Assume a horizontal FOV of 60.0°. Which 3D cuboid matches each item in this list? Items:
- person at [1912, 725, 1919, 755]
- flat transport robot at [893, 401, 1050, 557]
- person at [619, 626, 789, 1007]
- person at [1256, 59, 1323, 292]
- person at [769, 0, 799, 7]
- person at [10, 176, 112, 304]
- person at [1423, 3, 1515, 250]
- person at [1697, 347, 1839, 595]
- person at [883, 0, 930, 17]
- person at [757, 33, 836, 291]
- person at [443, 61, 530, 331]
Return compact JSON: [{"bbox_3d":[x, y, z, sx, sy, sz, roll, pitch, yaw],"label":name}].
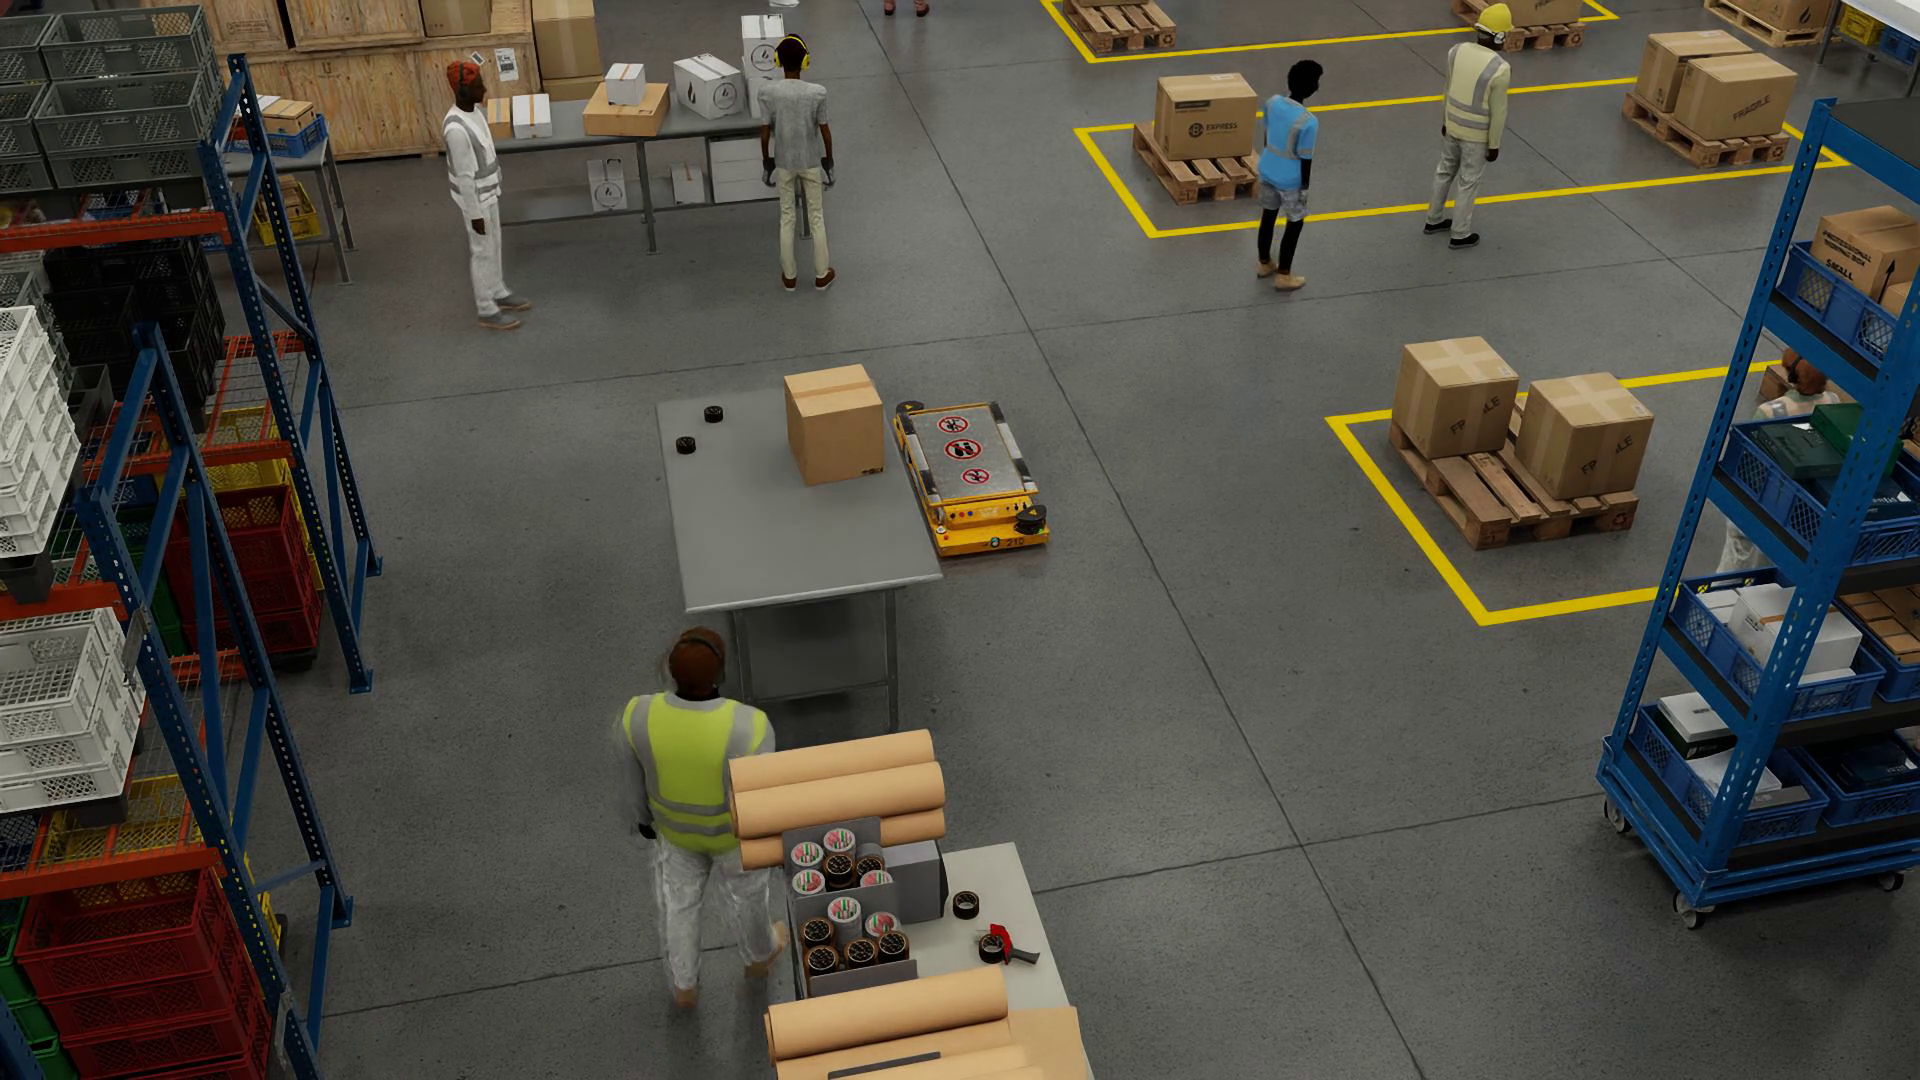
[{"bbox_3d":[4.607,0.284,7.733,0.624,1.980,0.410,15,39,20],"label":"person"},{"bbox_3d":[0.046,-0.430,10.108,0.652,0.197,1.431,-8,37,-10],"label":"flat transport robot"},{"bbox_3d":[-1.017,1.159,6.715,0.657,1.836,0.604,5,37,7],"label":"person"},{"bbox_3d":[2.323,-2.591,11.835,0.354,1.684,0.543,-19,41,-24],"label":"person"},{"bbox_3d":[-1.888,-6.374,16.726,0.391,1.920,0.588,-7,37,-9],"label":"person"},{"bbox_3d":[-5.284,-1.313,9.925,0.677,1.920,0.633,25,44,30],"label":"person"},{"bbox_3d":[3.809,-3.068,12.363,0.403,1.823,0.596,-18,40,-22],"label":"person"},{"bbox_3d":[4.276,-0.290,8.789,0.504,1.631,0.311,-11,38,-14],"label":"person"},{"bbox_3d":[-0.558,-6.173,16.479,0.643,1.898,0.398,6,37,8],"label":"person"},{"bbox_3d":[-1.143,-2.651,11.764,0.531,1.870,0.317,0,37,0],"label":"person"},{"bbox_3d":[-3.274,-2.340,11.345,0.349,1.879,0.579,0,37,-1],"label":"person"}]
